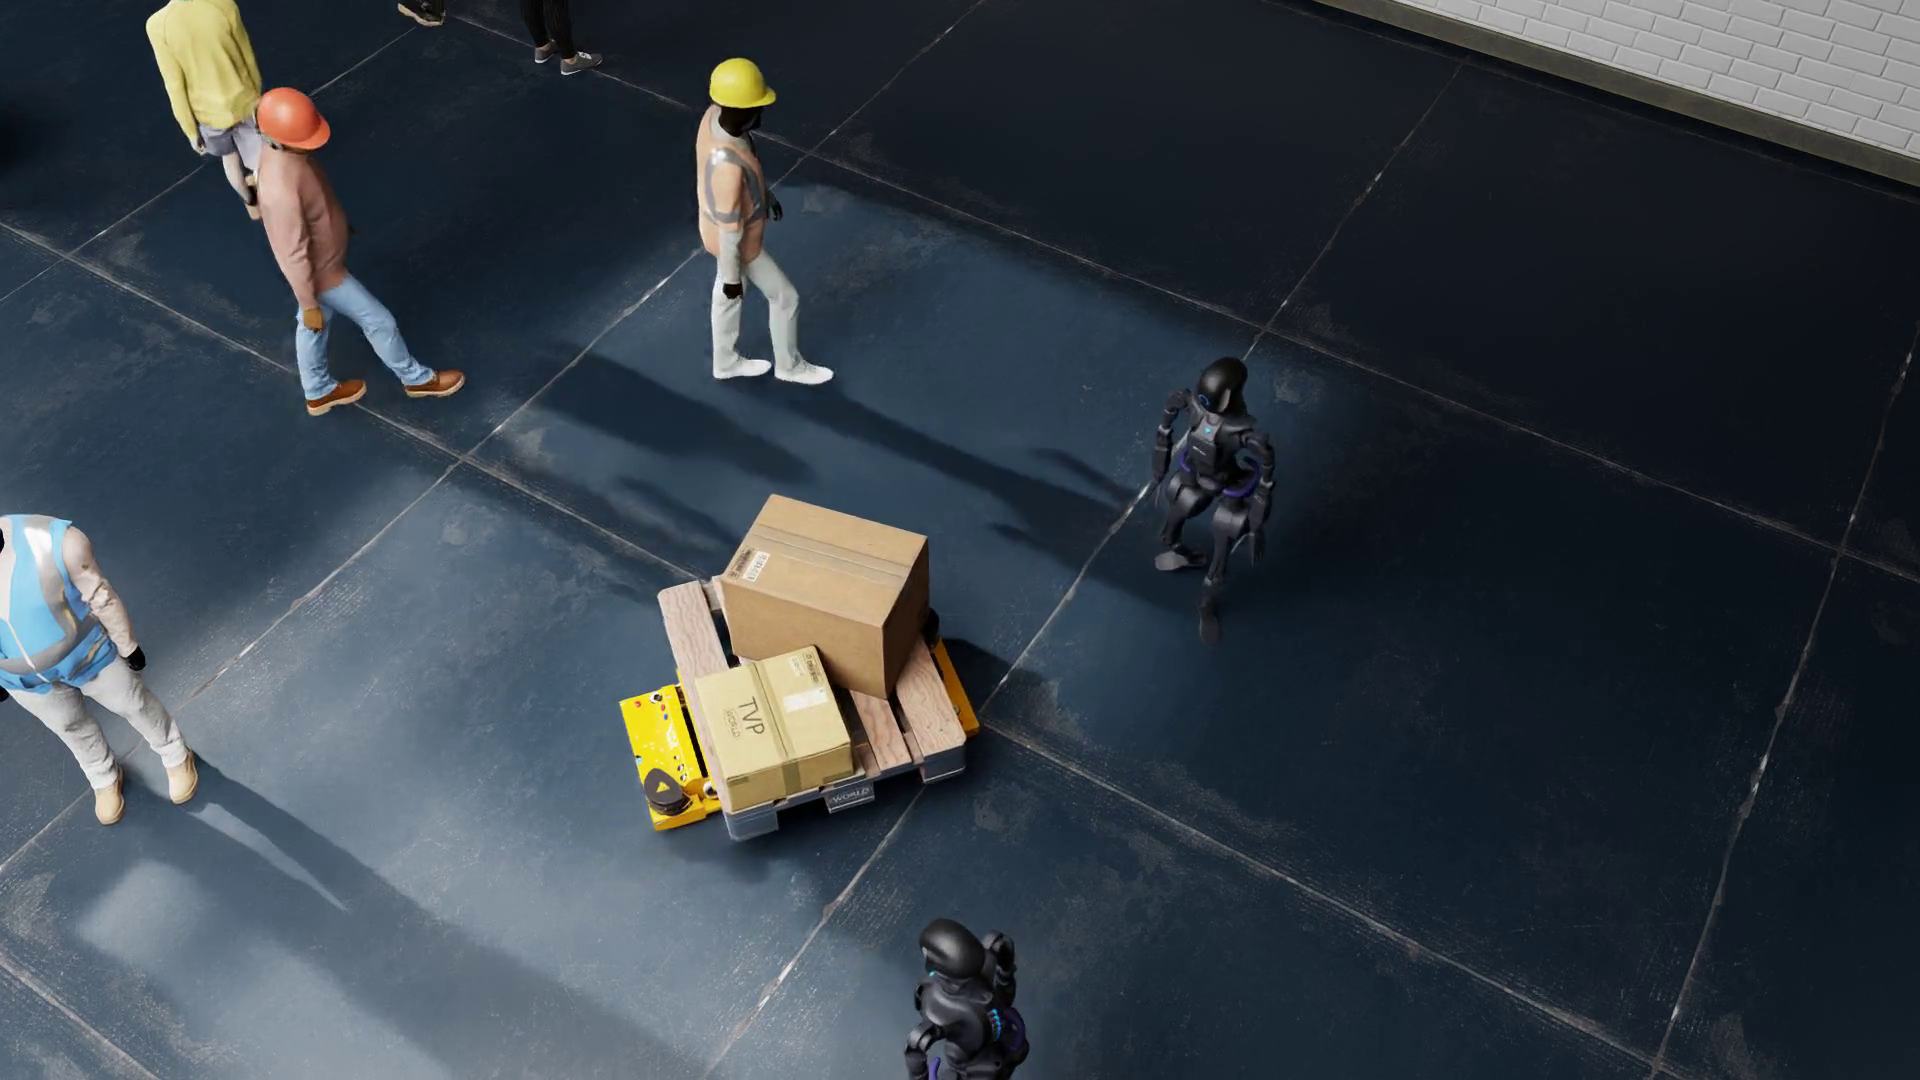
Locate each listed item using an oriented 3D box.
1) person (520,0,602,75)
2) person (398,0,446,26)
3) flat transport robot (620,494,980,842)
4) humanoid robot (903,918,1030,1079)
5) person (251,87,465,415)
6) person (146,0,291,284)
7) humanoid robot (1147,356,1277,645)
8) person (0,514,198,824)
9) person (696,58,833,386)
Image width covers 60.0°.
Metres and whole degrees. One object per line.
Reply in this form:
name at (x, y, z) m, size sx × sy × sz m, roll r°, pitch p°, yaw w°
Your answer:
person at (-2.554, -3.651, 10.020) m, size 0.761 × 1.753 × 0.448 m, roll 32°, pitch 56°, yaw 25°
person at (-3.477, -4.117, 10.303) m, size 0.503 × 1.938 × 0.629 m, roll 7°, pitch 49°, yaw 6°
flat transport robot at (-0.695, 0.742, 7.167) m, size 1.431 × 0.231 × 0.659 m, roll -15°, pitch 51°, yaw -13°
humanoid robot at (0.035, 1.712, 5.387) m, size 0.348 × 1.649 × 0.609 m, roll 27°, pitch 54°, yaw 22°
person at (-2.934, -1.354, 7.888) m, size 0.922 × 1.925 × 0.703 m, roll -15°, pitch 50°, yaw -13°
person at (-3.891, -2.288, 8.786) m, size 0.474 × 1.827 × 0.979 m, roll -19°, pitch 51°, yaw -16°
humanoid robot at (1.096, -0.222, 7.080) m, size 0.616 × 1.645 × 0.485 m, roll 31°, pitch 56°, yaw 24°
person at (-3.475, 0.452, 6.385) m, size 0.628 × 1.837 × 0.429 m, roll -13°, pitch 50°, yaw -12°
person at (-0.961, -1.502, 8.048) m, size 0.754 × 1.900 × 0.588 m, roll -12°, pitch 50°, yaw -10°
